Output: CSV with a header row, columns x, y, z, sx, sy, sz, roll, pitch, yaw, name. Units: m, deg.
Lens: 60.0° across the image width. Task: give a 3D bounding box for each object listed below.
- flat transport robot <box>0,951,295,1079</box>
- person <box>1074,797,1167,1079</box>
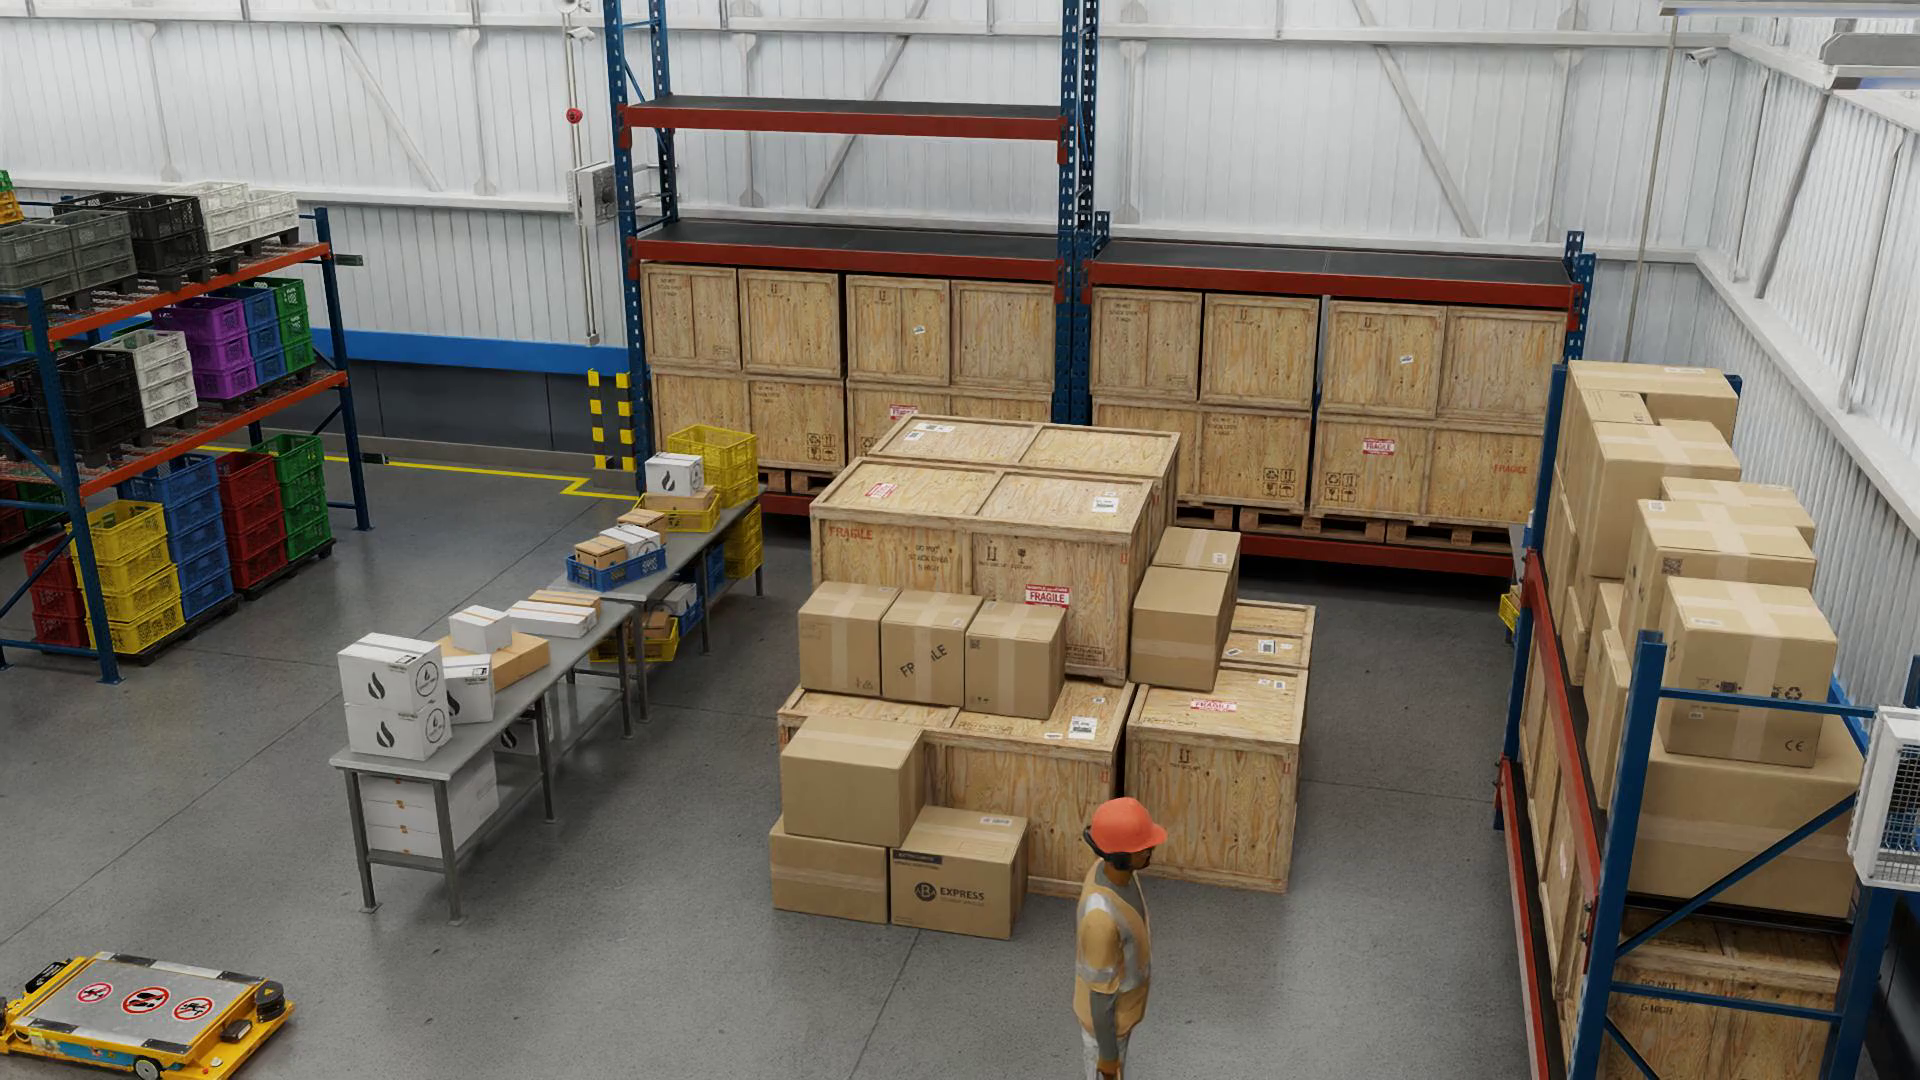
x,y,z,sx,sy,sz,roll,pitch,yaw,name
-4.270,2.464,8.601,1.431,0.231,0.659,5,22,13,flat transport robot
0.680,2.033,7.239,0.360,2.047,0.612,4,21,10,person
